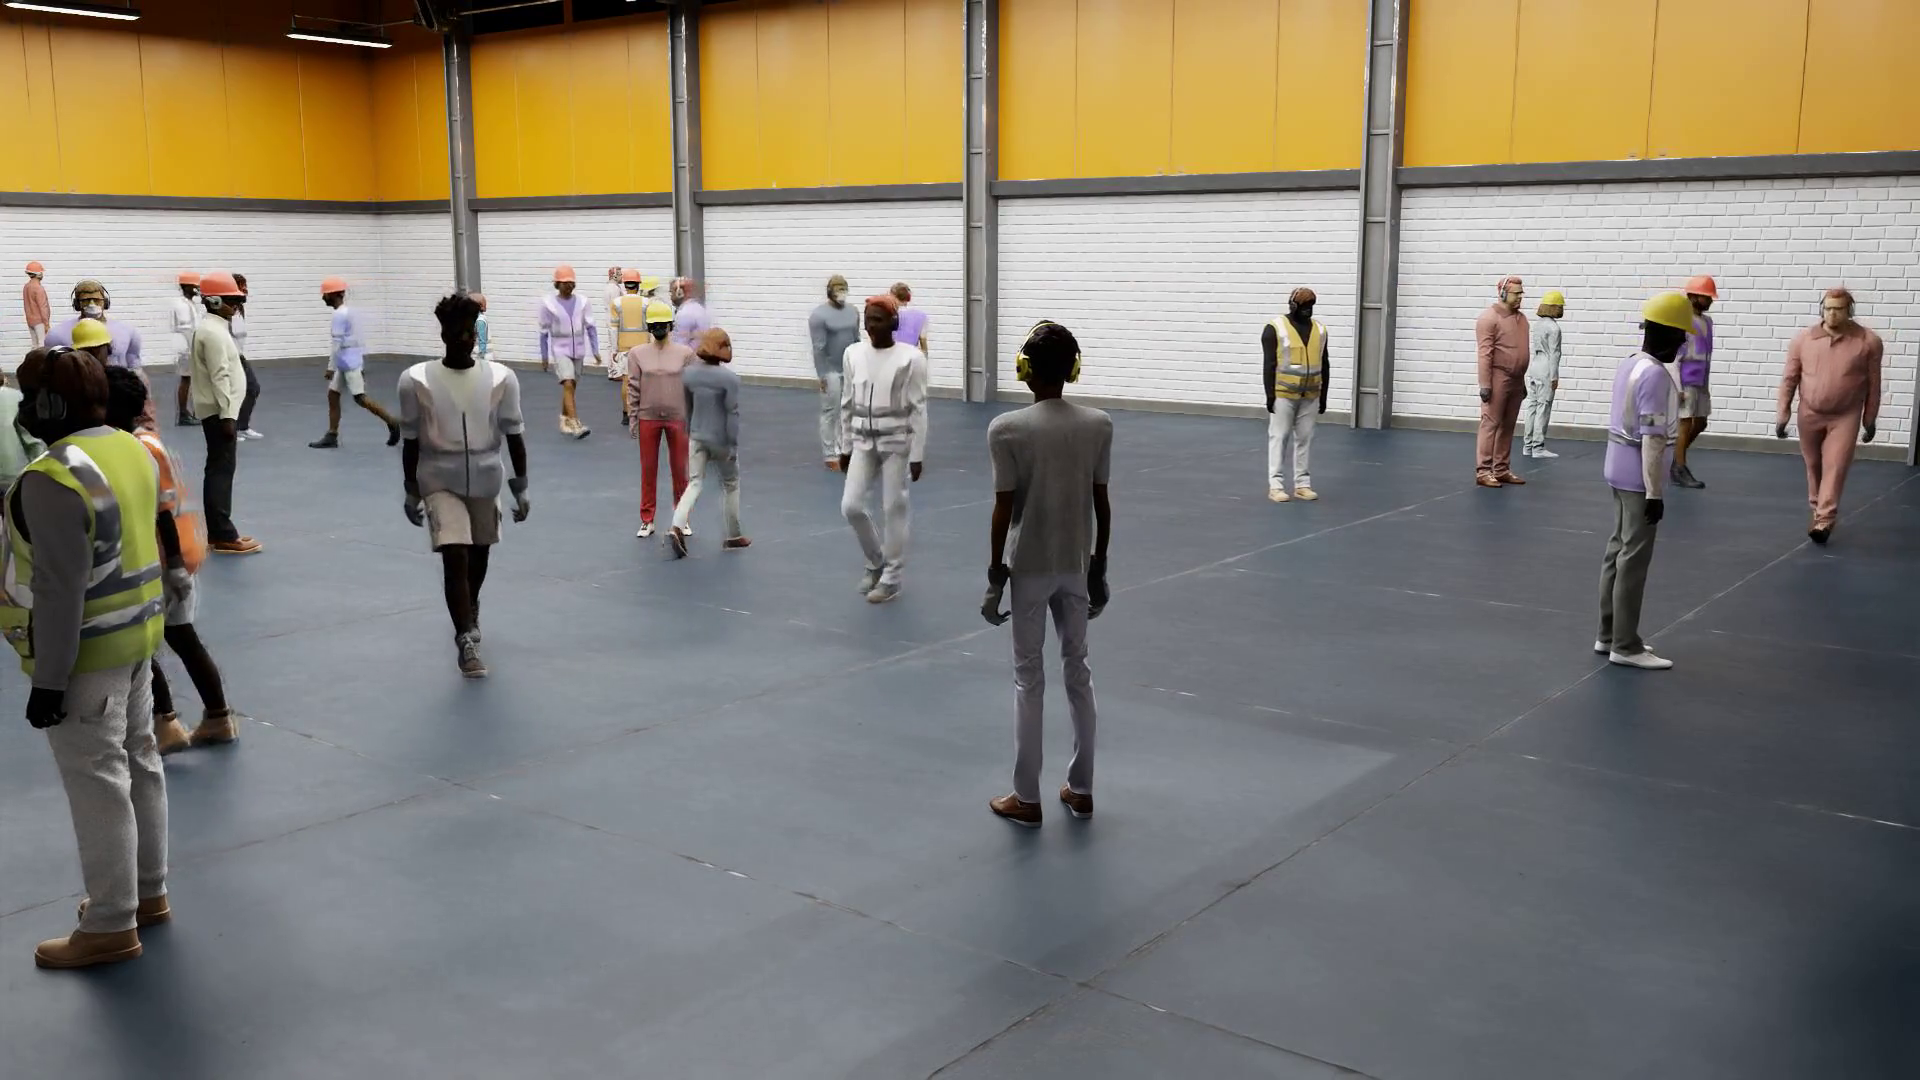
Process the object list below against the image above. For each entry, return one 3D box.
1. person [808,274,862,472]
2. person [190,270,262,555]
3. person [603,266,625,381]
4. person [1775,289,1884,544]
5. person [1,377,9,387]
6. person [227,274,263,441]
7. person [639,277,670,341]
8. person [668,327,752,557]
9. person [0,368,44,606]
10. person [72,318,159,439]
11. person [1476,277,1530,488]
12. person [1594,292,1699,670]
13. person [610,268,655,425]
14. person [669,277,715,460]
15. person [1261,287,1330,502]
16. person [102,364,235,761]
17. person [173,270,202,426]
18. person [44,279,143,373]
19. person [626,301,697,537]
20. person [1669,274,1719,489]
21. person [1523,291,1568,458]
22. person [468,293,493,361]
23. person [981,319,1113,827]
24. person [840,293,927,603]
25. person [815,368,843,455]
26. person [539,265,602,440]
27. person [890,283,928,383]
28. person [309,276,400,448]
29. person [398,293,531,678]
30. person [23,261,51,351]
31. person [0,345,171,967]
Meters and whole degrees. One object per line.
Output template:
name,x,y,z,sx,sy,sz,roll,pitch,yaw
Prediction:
person,-1.166,-1.604,16.141,0.641,1.922,0.503,-9,13,-41
person,-5.212,-0.900,11.776,0.395,1.993,0.614,-5,11,-28
person,-5.722,-3.602,27.764,0.408,1.908,0.643,-5,11,-26
person,6.403,-0.916,12.300,0.659,1.851,1.054,7,12,36
person,-15.008,-3.090,25.457,0.532,1.665,0.829,6,11,29
person,-8.169,-2.046,18.763,0.593,1.888,0.630,-1,10,-6
person,-4.362,-2.757,23.190,0.916,1.780,0.616,4,10,20
person,-1.776,-0.689,11.672,0.500,1.606,0.747,5,11,25
person,-5.569,-0.324,9.539,0.660,1.604,0.553,8,13,40
person,-5.055,-0.467,9.967,0.531,1.740,0.697,-3,10,-15
person,4.971,-1.435,15.154,0.654,1.905,0.408,-8,12,-37
person,3.524,-0.305,8.549,0.395,1.914,0.590,1,10,9
person,-4.039,-2.385,20.595,0.552,1.934,0.357,-2,10,-10
person,-2.766,-1.745,17.049,0.573,1.879,0.653,0,10,-1
person,2.889,-1.245,14.275,0.626,1.832,0.428,-3,10,-17
person,-3.345,0.102,6.928,0.547,1.658,0.541,-6,12,-32
person,-9.412,-2.351,20.448,0.584,1.916,0.547,-1,10,-9
person,-6.092,-0.872,11.780,0.635,1.937,0.354,-8,13,-39
person,-2.220,-0.897,12.427,0.532,1.768,0.311,-1,10,-7
person,6.644,-1.443,15.131,0.552,1.932,0.496,-6,11,-31
person,6.117,-1.725,17.342,0.333,1.733,0.480,-1,10,-7
person,-5.828,-2.172,20.208,0.310,1.642,0.514,-3,10,-19
person,0.320,0.128,6.158,0.513,1.872,0.328,-4,11,-23
person,-0.479,-0.546,10.064,0.602,1.872,0.412,5,11,25
person,-1.299,-1.727,17.679,0.534,1.641,0.465,-5,11,-27
person,-4.490,-2.156,19.135,0.615,1.985,1.096,-7,12,-35
person,-0.646,-1.816,17.652,0.560,1.802,0.849,-2,10,-12
person,-6.589,-1.932,18.132,0.980,1.889,0.529,-3,10,-18
person,-2.579,-0.319,8.630,0.614,1.925,0.989,-5,11,-27
person,-14.974,-3.525,27.052,0.622,1.997,0.371,7,12,37
person,-2.621,0.344,4.982,0.429,1.844,0.623,-1,10,-5
